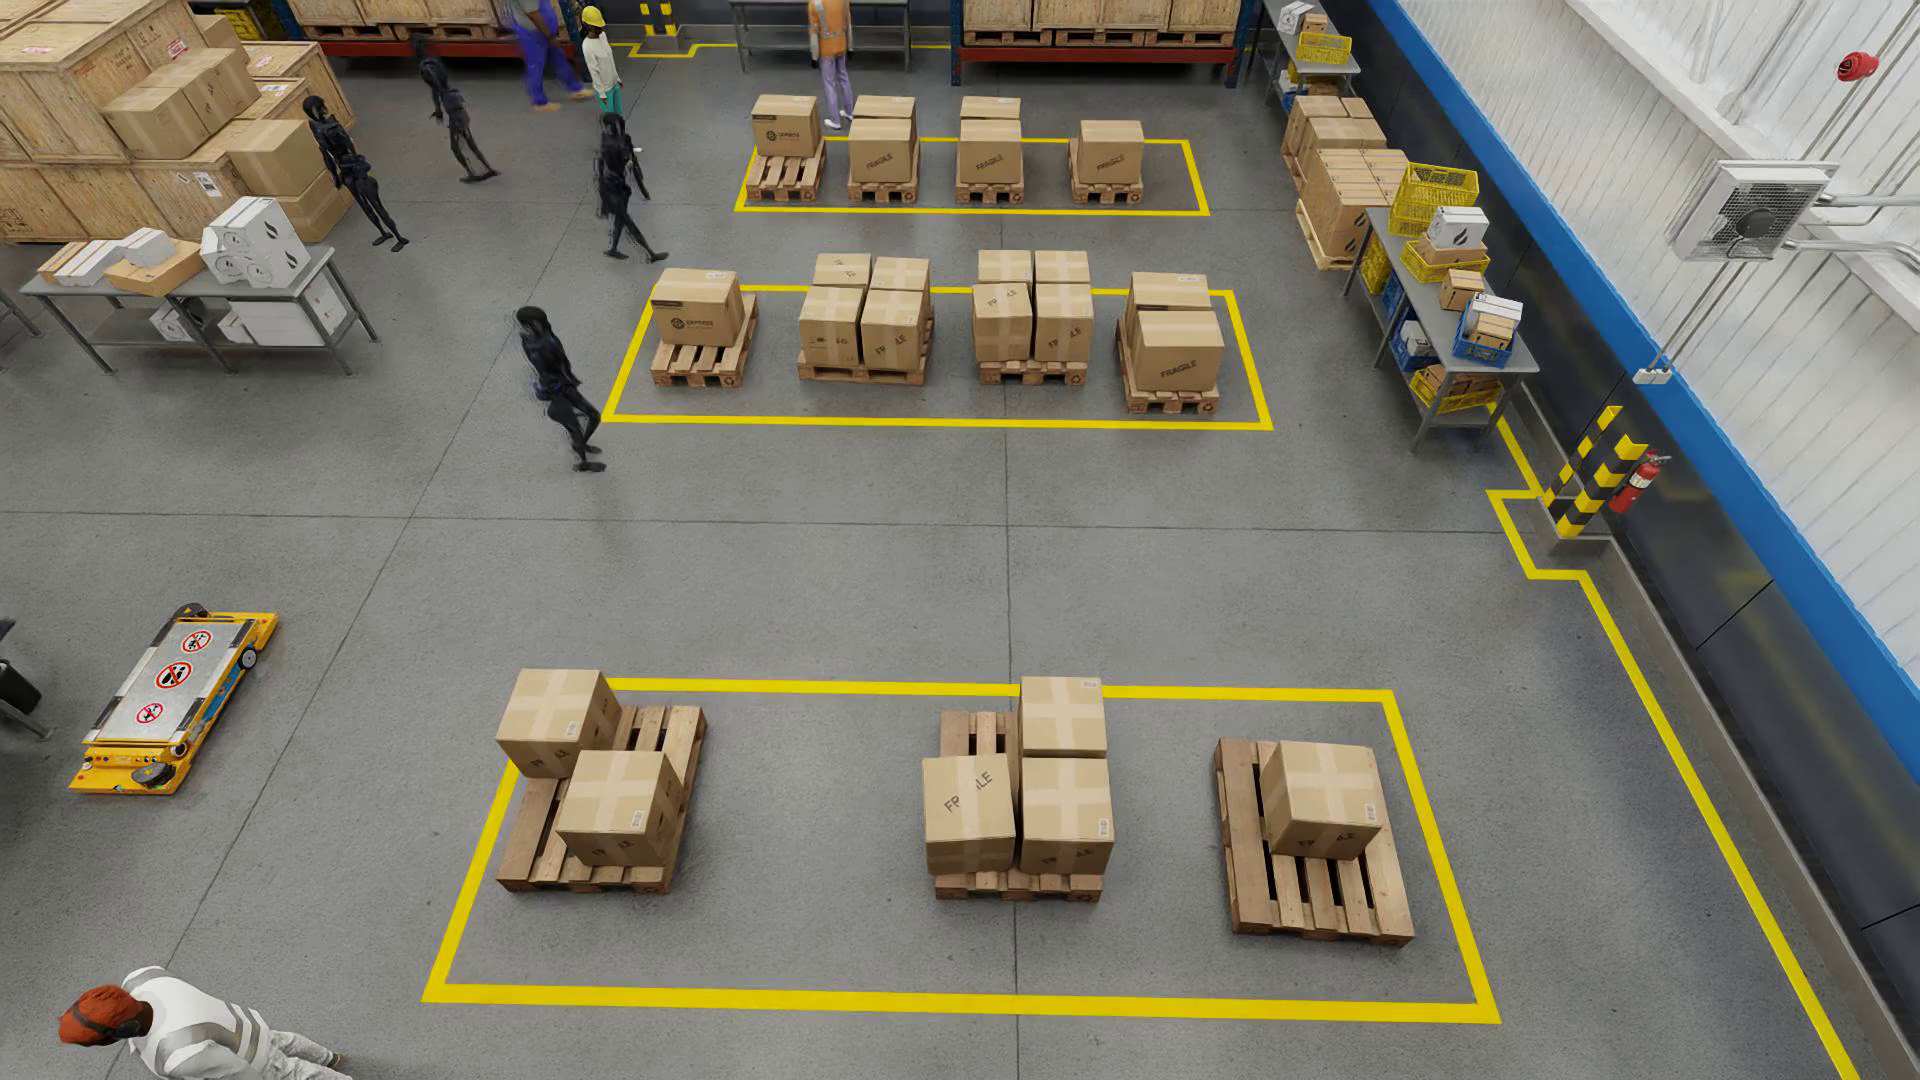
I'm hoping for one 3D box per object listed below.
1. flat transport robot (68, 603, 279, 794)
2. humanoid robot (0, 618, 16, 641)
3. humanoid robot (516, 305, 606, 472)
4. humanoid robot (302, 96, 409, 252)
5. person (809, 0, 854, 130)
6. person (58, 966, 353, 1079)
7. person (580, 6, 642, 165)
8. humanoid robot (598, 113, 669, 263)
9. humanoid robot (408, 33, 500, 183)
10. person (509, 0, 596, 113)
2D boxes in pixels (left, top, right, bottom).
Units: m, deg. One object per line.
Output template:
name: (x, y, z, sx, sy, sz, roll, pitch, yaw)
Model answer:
flat transport robot: (-5.504, 1.072, 6.442, 0.652, 0.197, 1.431, 1, 50, 1)
humanoid robot: (-7.419, 0.243, 6.253, 0.576, 1.629, 0.448, -2, 50, -2)
humanoid robot: (-3.196, -1.201, 7.458, 0.402, 1.644, 0.600, -3, 50, -3)
humanoid robot: (-6.445, -3.865, 9.711, 0.571, 1.652, 0.317, 20, 53, 16)
person: (-1.623, -6.195, 11.530, 0.596, 1.919, 0.393, -36, 59, -27)
person: (-3.407, 2.403, 4.275, 0.572, 1.886, 0.357, 31, 56, 23)
person: (-4.205, -5.441, 10.995, 0.324, 1.760, 0.523, 7, 50, 5)
humanoid robot: (-3.562, -3.638, 9.562, 0.785, 1.602, 0.548, 7, 50, 6)
humanoid robot: (-5.951, -4.992, 10.684, 0.574, 1.617, 0.642, -13, 51, -11)
person: (-5.347, -6.566, 11.763, 0.930, 2.000, 0.692, -10, 51, -9)
